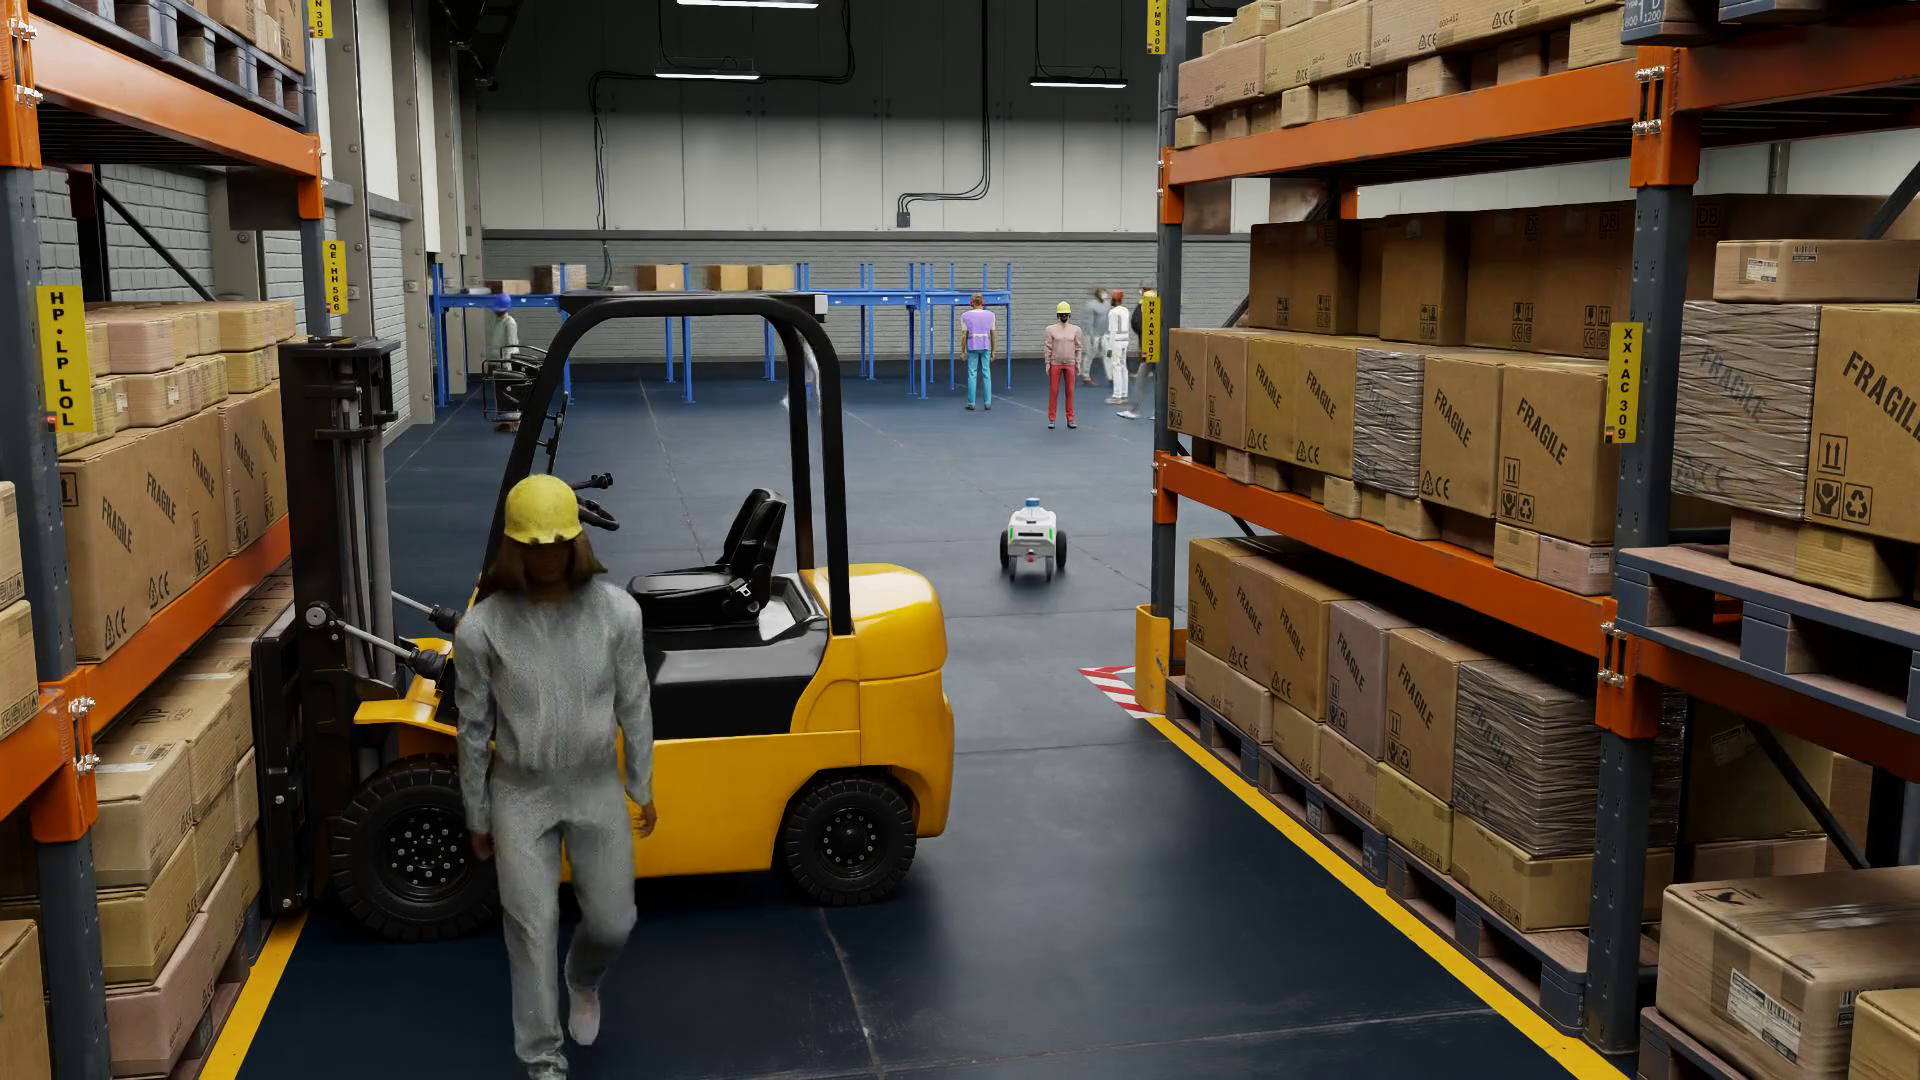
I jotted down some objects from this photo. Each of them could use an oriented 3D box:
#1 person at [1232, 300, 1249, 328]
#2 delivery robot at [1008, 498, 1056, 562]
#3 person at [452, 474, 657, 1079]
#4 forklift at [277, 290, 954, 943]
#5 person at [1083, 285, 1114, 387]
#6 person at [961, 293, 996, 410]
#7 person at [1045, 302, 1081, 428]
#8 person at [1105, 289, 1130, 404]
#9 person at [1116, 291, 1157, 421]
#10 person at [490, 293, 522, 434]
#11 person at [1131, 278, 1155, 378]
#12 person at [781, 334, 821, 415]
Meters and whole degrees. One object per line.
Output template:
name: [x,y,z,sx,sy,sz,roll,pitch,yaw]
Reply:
person: [3.154,-1.699,18.365,0.663,1.887,0.545,7,11,35]
delivery robot: [0.538,-0.067,12.316,0.477,0.478,0.707,1,9,5]
person: [-1.073,0.665,4.410,0.511,1.730,0.539,-4,10,-23]
forklift: [-1.179,0.175,6.143,2.313,2.155,1.214,-2,10,-12]
person: [2.645,-3.824,31.286,0.656,1.892,0.994,-7,12,-36]
person: [0.288,-2.990,26.388,0.564,1.839,0.390,-2,10,-12]
person: [1.449,-2.455,23.347,0.525,1.769,0.316,-1,9,-6]
person: [2.611,-3.203,27.548,0.337,1.882,0.585,6,11,33]
person: [2.703,-2.675,24.289,0.898,1.888,0.617,-4,10,-25]
person: [-6.184,-2.395,22.609,0.385,1.897,0.699,-5,11,-30]
person: [3.767,-4.335,34.097,0.535,2.000,0.678,0,9,-3]
person: [-2.338,-2.839,25.483,0.894,1.840,0.528,2,10,12]
